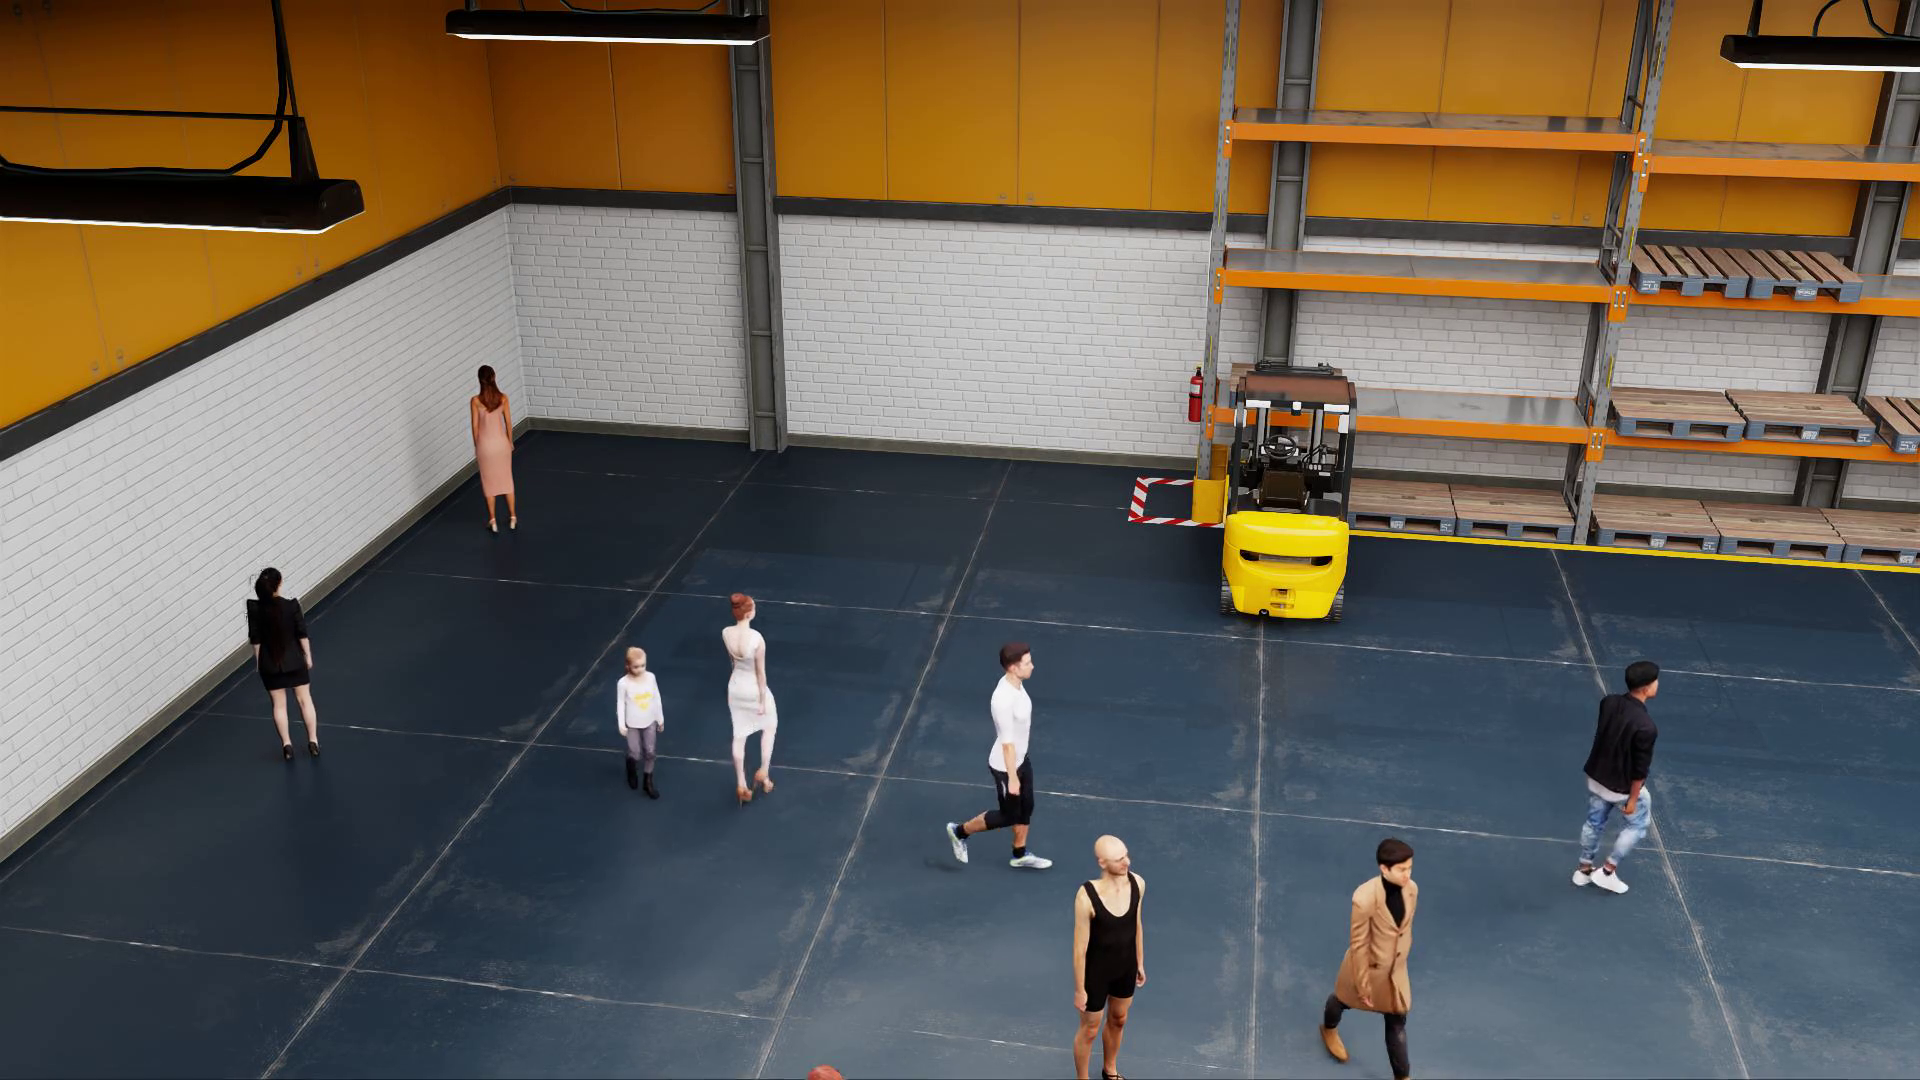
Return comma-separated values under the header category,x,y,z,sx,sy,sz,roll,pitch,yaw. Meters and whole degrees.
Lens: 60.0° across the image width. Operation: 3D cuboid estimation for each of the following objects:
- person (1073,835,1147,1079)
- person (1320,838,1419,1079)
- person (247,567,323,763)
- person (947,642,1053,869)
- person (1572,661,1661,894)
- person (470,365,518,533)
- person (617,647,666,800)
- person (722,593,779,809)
category,x,y,z,sx,sy,sz,roll,pitch,yaw
person,0.865,2.515,9.764,0.692,1.815,0.758,-15,28,-31
person,2.427,2.495,9.970,1.155,1.686,1.096,-10,26,-22
person,-5.456,0.998,13.382,0.591,1.695,0.730,-8,25,-17
person,0.279,1.573,11.896,1.009,1.832,0.724,6,24,14
person,4.537,1.682,11.693,0.842,1.796,0.825,-9,25,-20
person,-4.975,-0.979,17.738,0.630,1.831,0.710,-12,26,-25
person,-2.517,1.399,12.997,0.652,1.270,0.711,-14,27,-30
person,-1.693,1.248,12.707,0.681,1.779,0.742,13,27,26
